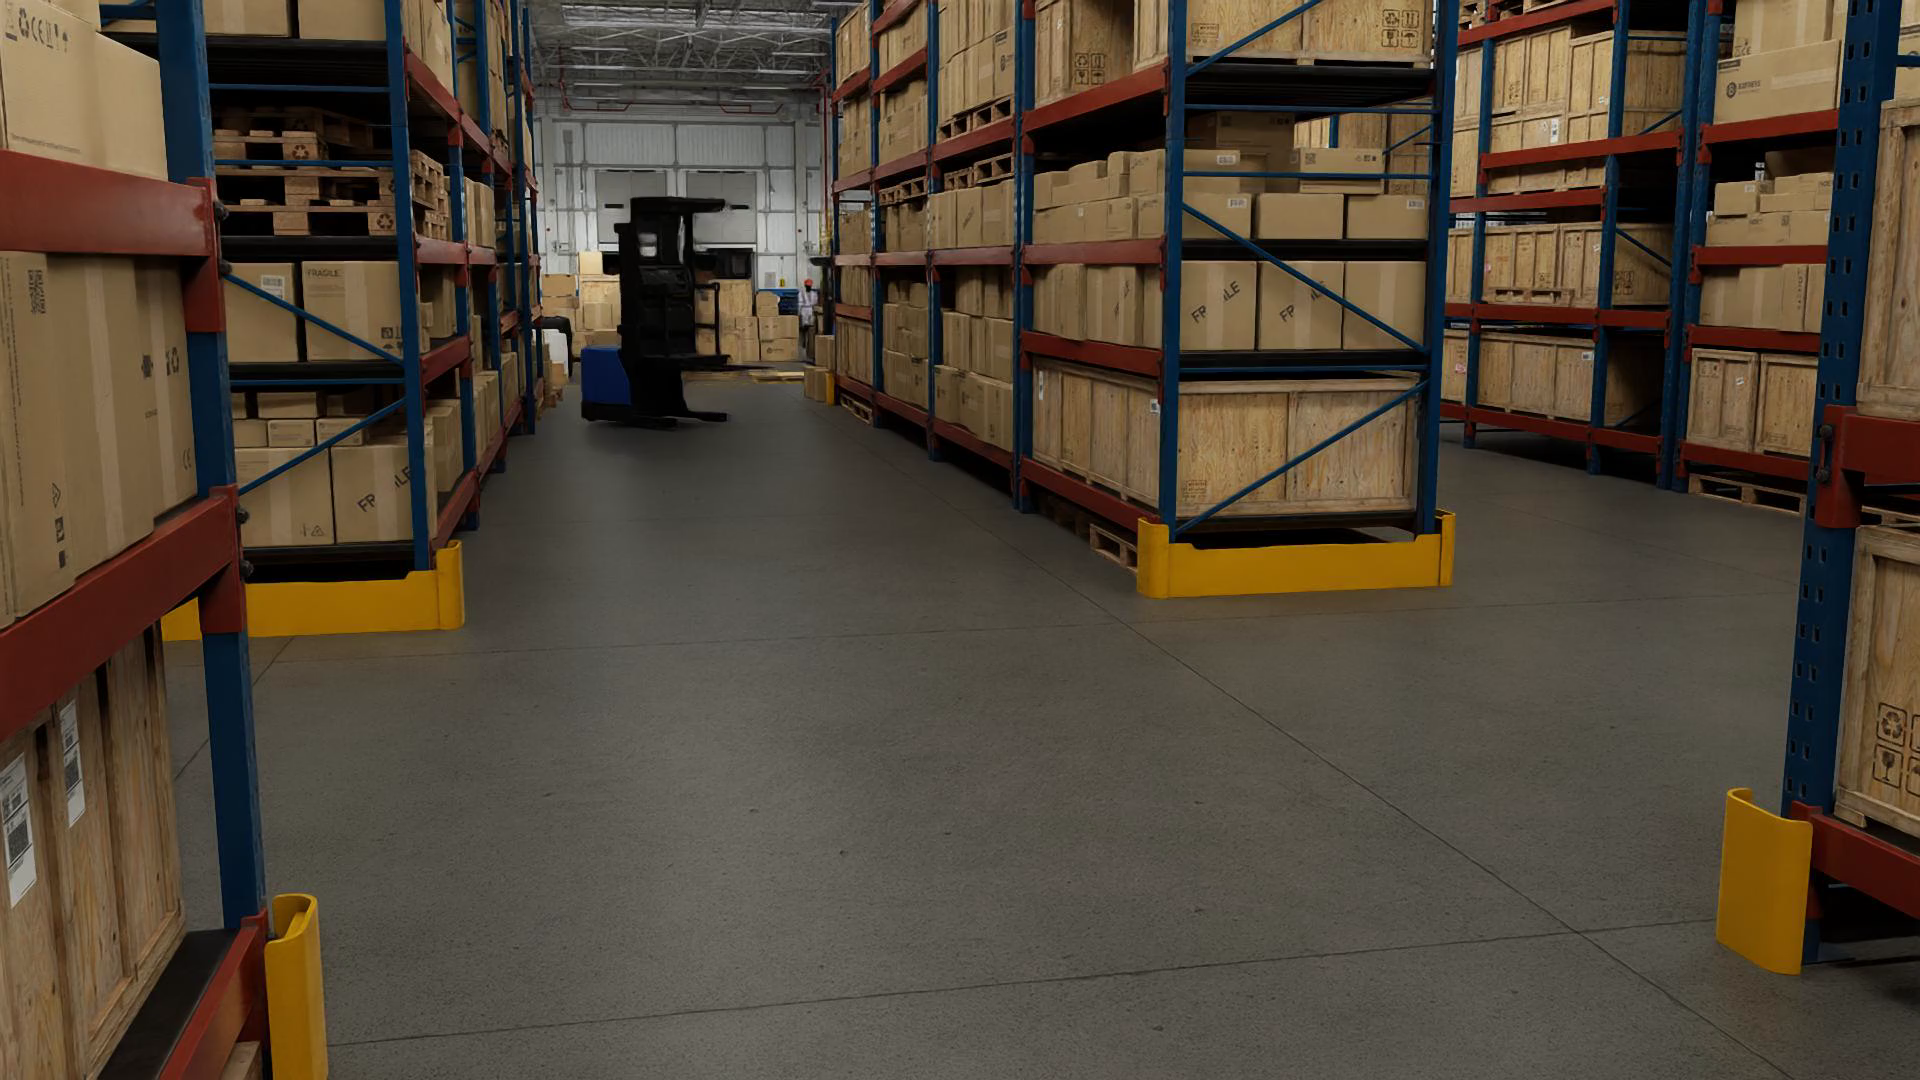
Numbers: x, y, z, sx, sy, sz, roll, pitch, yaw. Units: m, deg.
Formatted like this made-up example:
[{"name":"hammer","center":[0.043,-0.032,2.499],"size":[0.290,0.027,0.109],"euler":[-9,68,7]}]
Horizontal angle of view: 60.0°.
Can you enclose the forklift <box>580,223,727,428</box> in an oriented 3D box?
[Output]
[{"name":"forklift","center":[-4.380,-3.046,23.388],"size":[1.873,2.768,1.129],"euler":[7,11,35]}]

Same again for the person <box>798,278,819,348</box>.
[{"name":"person","center":[-4.106,-6.158,45.295],"size":[0.558,1.915,0.557],"euler":[-5,10,-26]}]

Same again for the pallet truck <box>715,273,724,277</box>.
[{"name":"pallet truck","center":[-8.580,-8.986,62.280],"size":[1.885,1.965,0.823],"euler":[1,9,5]}]

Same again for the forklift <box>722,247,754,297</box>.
[{"name":"forklift","center":[-6.924,-7.739,51.995],"size":[1.129,2.768,1.873],"euler":[-7,12,-38]}]

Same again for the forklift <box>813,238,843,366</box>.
[{"name":"forklift","center":[-2.263,-5.015,35.392],"size":[1.129,2.768,1.873],"euler":[-5,11,-28]}]

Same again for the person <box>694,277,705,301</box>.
[{"name":"person","center":[-8.119,-7.093,50.965],"size":[0.634,1.929,0.378],"euler":[2,9,10]}]
